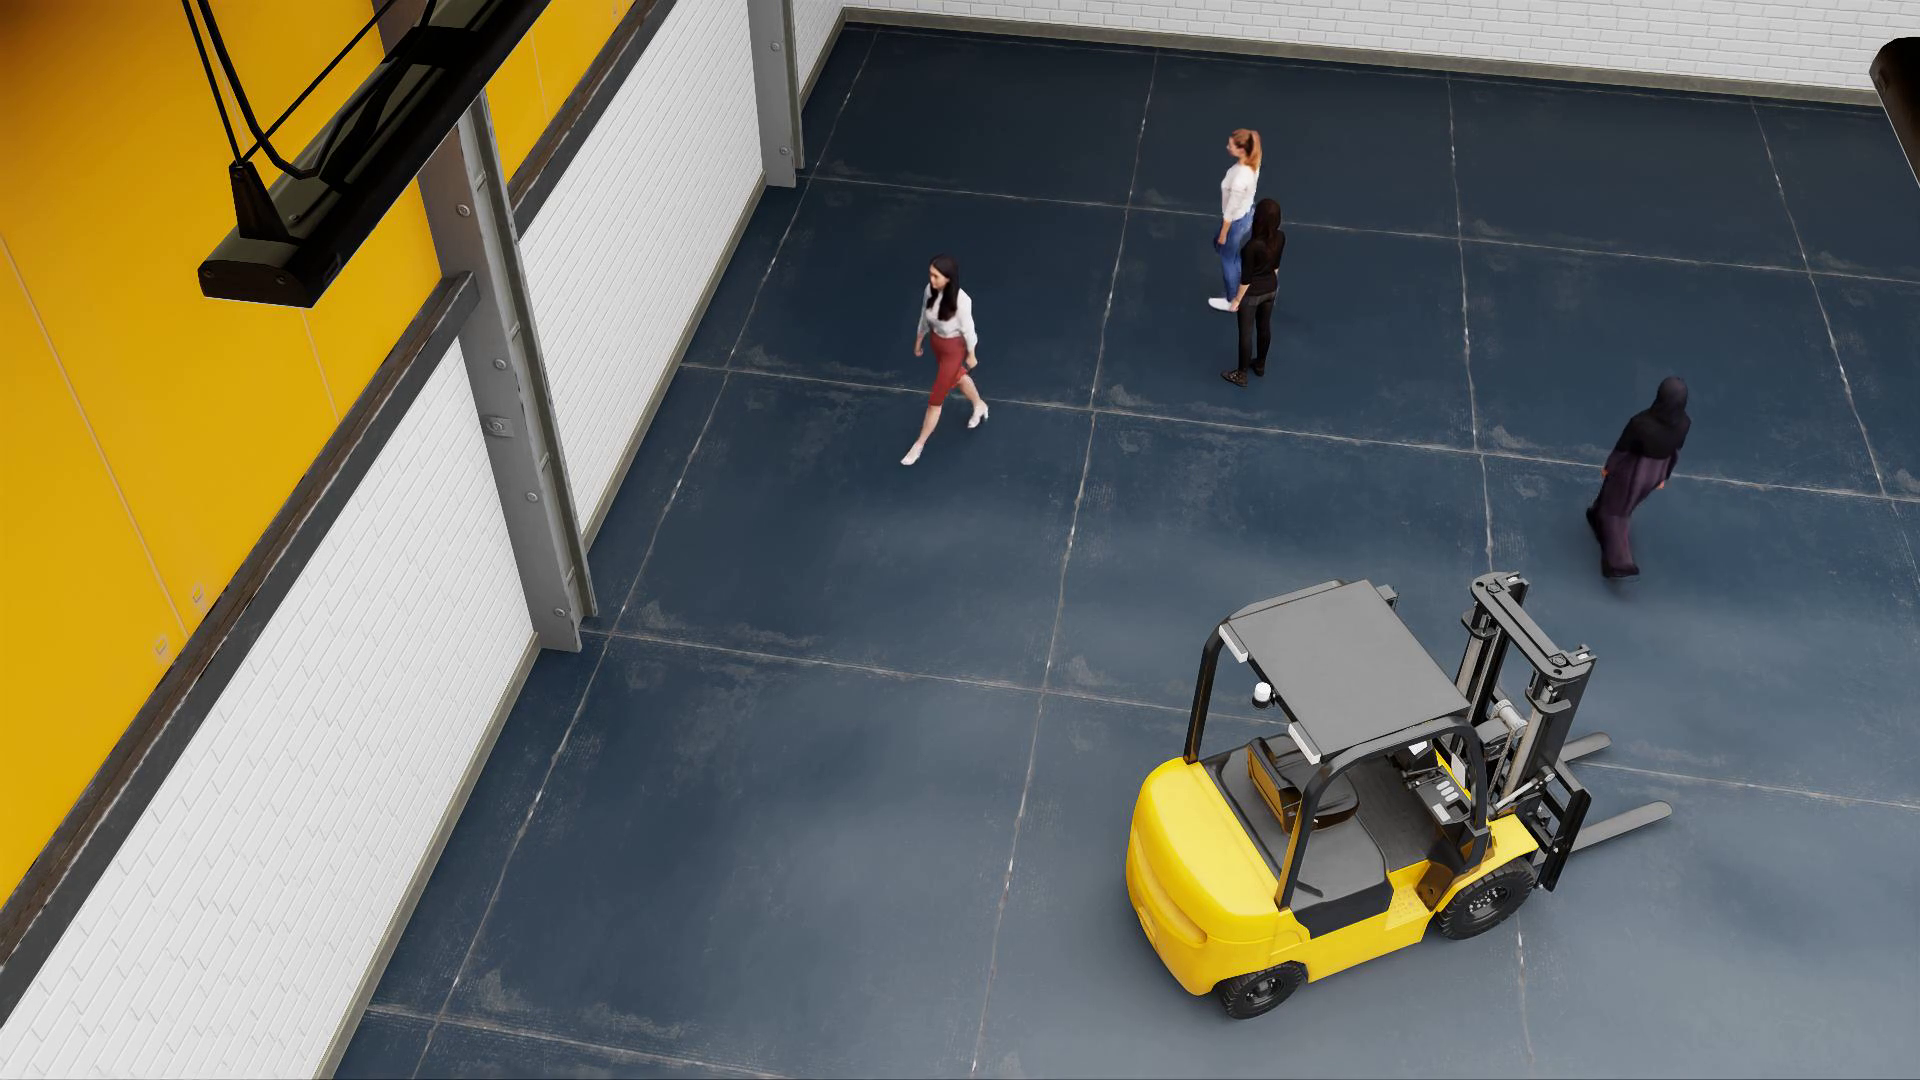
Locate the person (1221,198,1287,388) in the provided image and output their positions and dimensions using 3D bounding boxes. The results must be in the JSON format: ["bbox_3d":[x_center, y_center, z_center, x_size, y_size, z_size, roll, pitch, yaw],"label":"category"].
[{"bbox_3d":[2.324,-1.929,12.962,0.633,1.642,0.696,-27,50,-25],"label":"person"}]

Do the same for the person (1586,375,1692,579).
[{"bbox_3d":[4.666,-0.428,11.417,0.812,1.601,1.101,-5,44,-6],"label":"person"}]

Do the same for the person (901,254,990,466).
[{"bbox_3d":[-0.027,-1.393,12.363,1.178,1.693,1.066,-30,51,-27],"label":"person"}]

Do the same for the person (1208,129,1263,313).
[{"bbox_3d":[2.347,-2.580,13.592,0.776,1.716,0.676,18,47,18],"label":"person"}]
